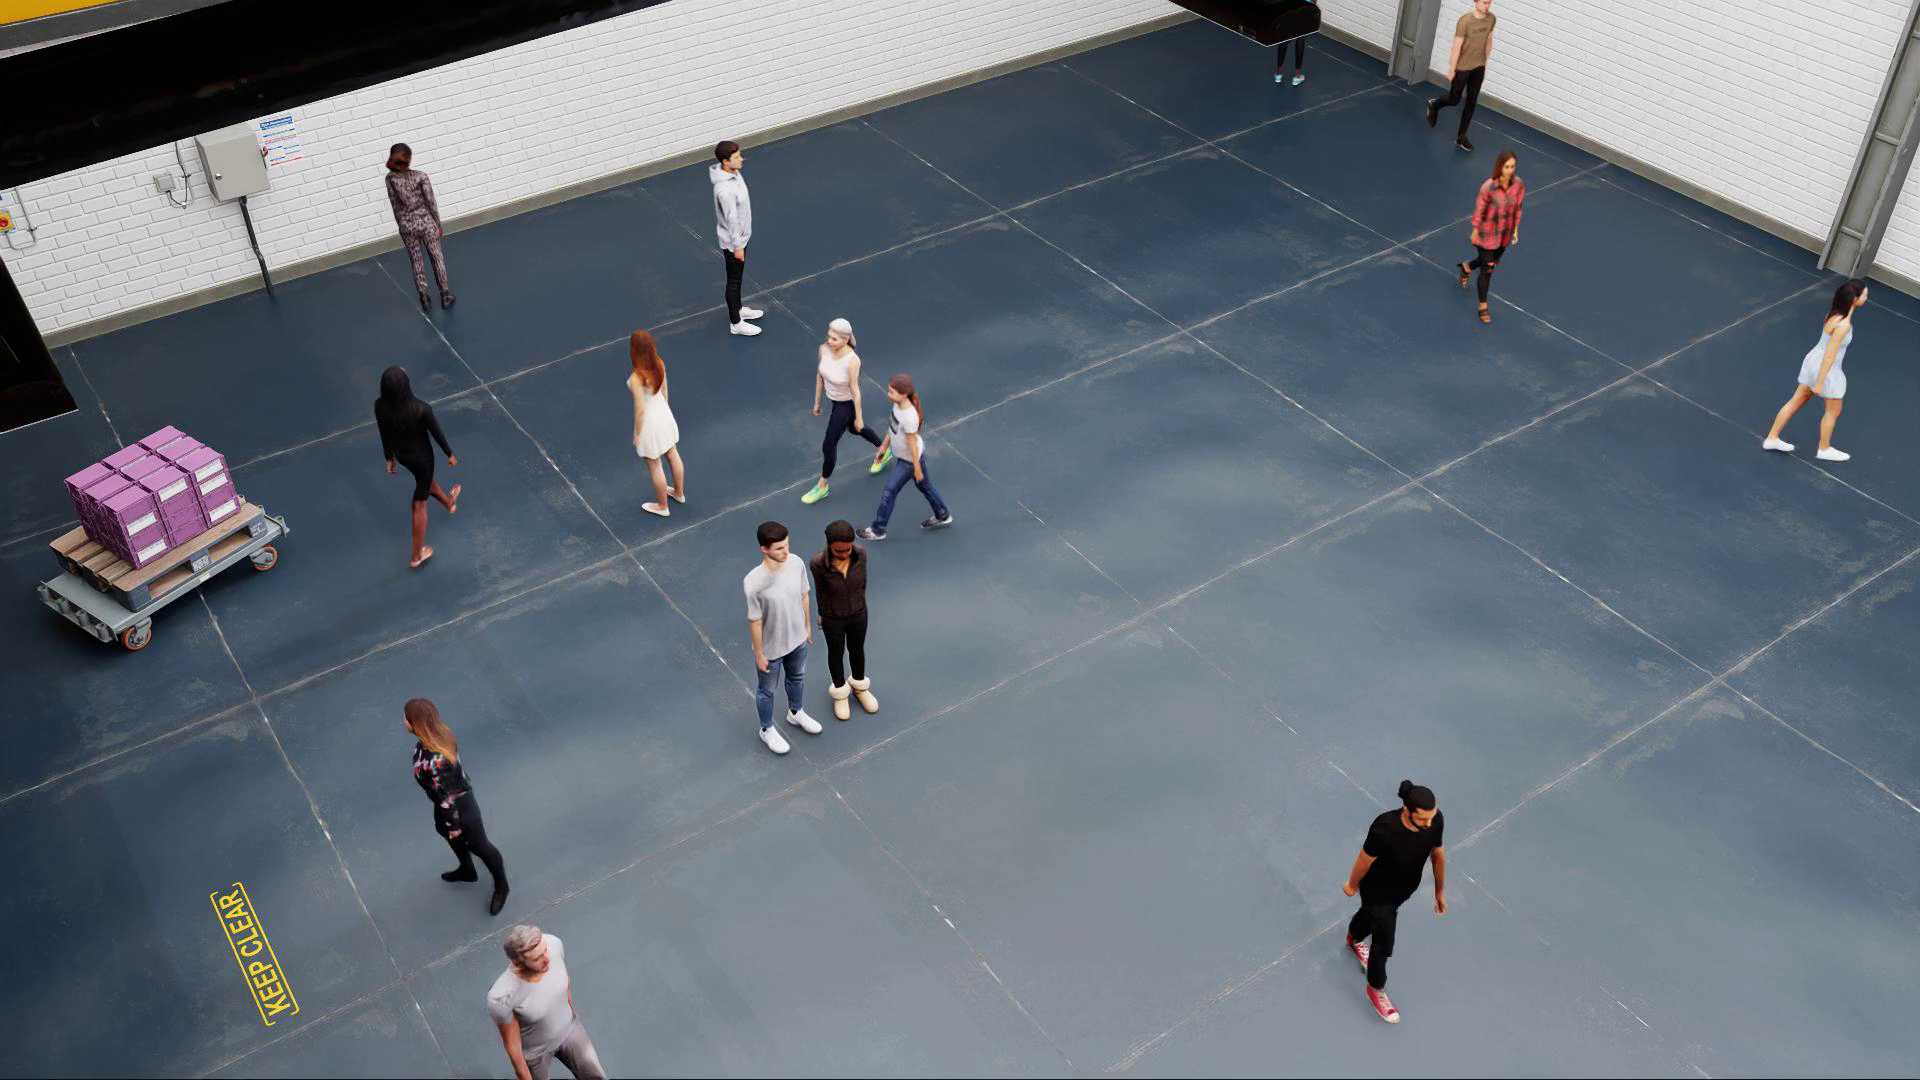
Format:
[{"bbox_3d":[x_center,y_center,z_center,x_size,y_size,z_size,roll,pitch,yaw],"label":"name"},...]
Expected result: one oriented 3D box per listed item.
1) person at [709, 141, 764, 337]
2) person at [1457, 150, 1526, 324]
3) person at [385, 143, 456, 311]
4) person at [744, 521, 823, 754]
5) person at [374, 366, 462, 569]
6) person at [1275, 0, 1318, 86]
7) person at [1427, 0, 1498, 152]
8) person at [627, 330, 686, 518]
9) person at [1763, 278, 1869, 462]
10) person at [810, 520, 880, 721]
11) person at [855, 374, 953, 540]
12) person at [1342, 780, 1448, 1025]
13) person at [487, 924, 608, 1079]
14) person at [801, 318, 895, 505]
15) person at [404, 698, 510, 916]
[{"bbox_3d":[-2.139,-2.861,15.665,0.837,1.931,0.732,-2,39,-2],"label":"person"},{"bbox_3d":[5.113,-2.990,16.026,0.844,1.681,1.111,-9,40,-11],"label":"person"},{"bbox_3d":[-5.230,-3.025,16.044,0.668,1.714,0.694,-3,39,-3],"label":"person"},{"bbox_3d":[-1.237,0.641,11.316,0.649,1.886,0.713,31,48,33],"label":"person"},{"bbox_3d":[-4.284,-0.550,12.981,1.167,1.669,1.182,9,39,11],"label":"person"},{"bbox_3d":[4.093,-6.466,20.275,0.646,1.811,0.758,14,41,17],"label":"person"},{"bbox_3d":[5.739,-5.404,18.925,0.820,1.836,1.092,-14,41,-17],"label":"person"},{"bbox_3d":[-2.469,-0.954,13.453,0.641,1.711,0.631,22,44,25],"label":"person"},{"bbox_3d":[7.196,-1.445,14.071,1.009,1.707,0.933,9,39,11],"label":"person"},{"bbox_3d":[-0.822,0.502,11.672,0.650,1.660,0.603,-23,44,-26],"label":"person"},{"bbox_3d":[-0.338,-0.676,13.259,0.884,1.520,1.041,-7,39,-9],"label":"person"},{"bbox_3d":[2.483,1.949,9.807,0.685,1.725,0.926,-19,42,-22],"label":"person"},{"bbox_3d":[-2.304,2.623,8.897,0.939,1.808,0.873,23,44,26],"label":"person"},{"bbox_3d":[-0.888,-1.129,13.715,0.696,1.658,1.129,-25,45,-28],"label":"person"},{"bbox_3d":[-3.078,1.602,10.290,0.824,1.665,0.655,-21,43,-25],"label":"person"}]
